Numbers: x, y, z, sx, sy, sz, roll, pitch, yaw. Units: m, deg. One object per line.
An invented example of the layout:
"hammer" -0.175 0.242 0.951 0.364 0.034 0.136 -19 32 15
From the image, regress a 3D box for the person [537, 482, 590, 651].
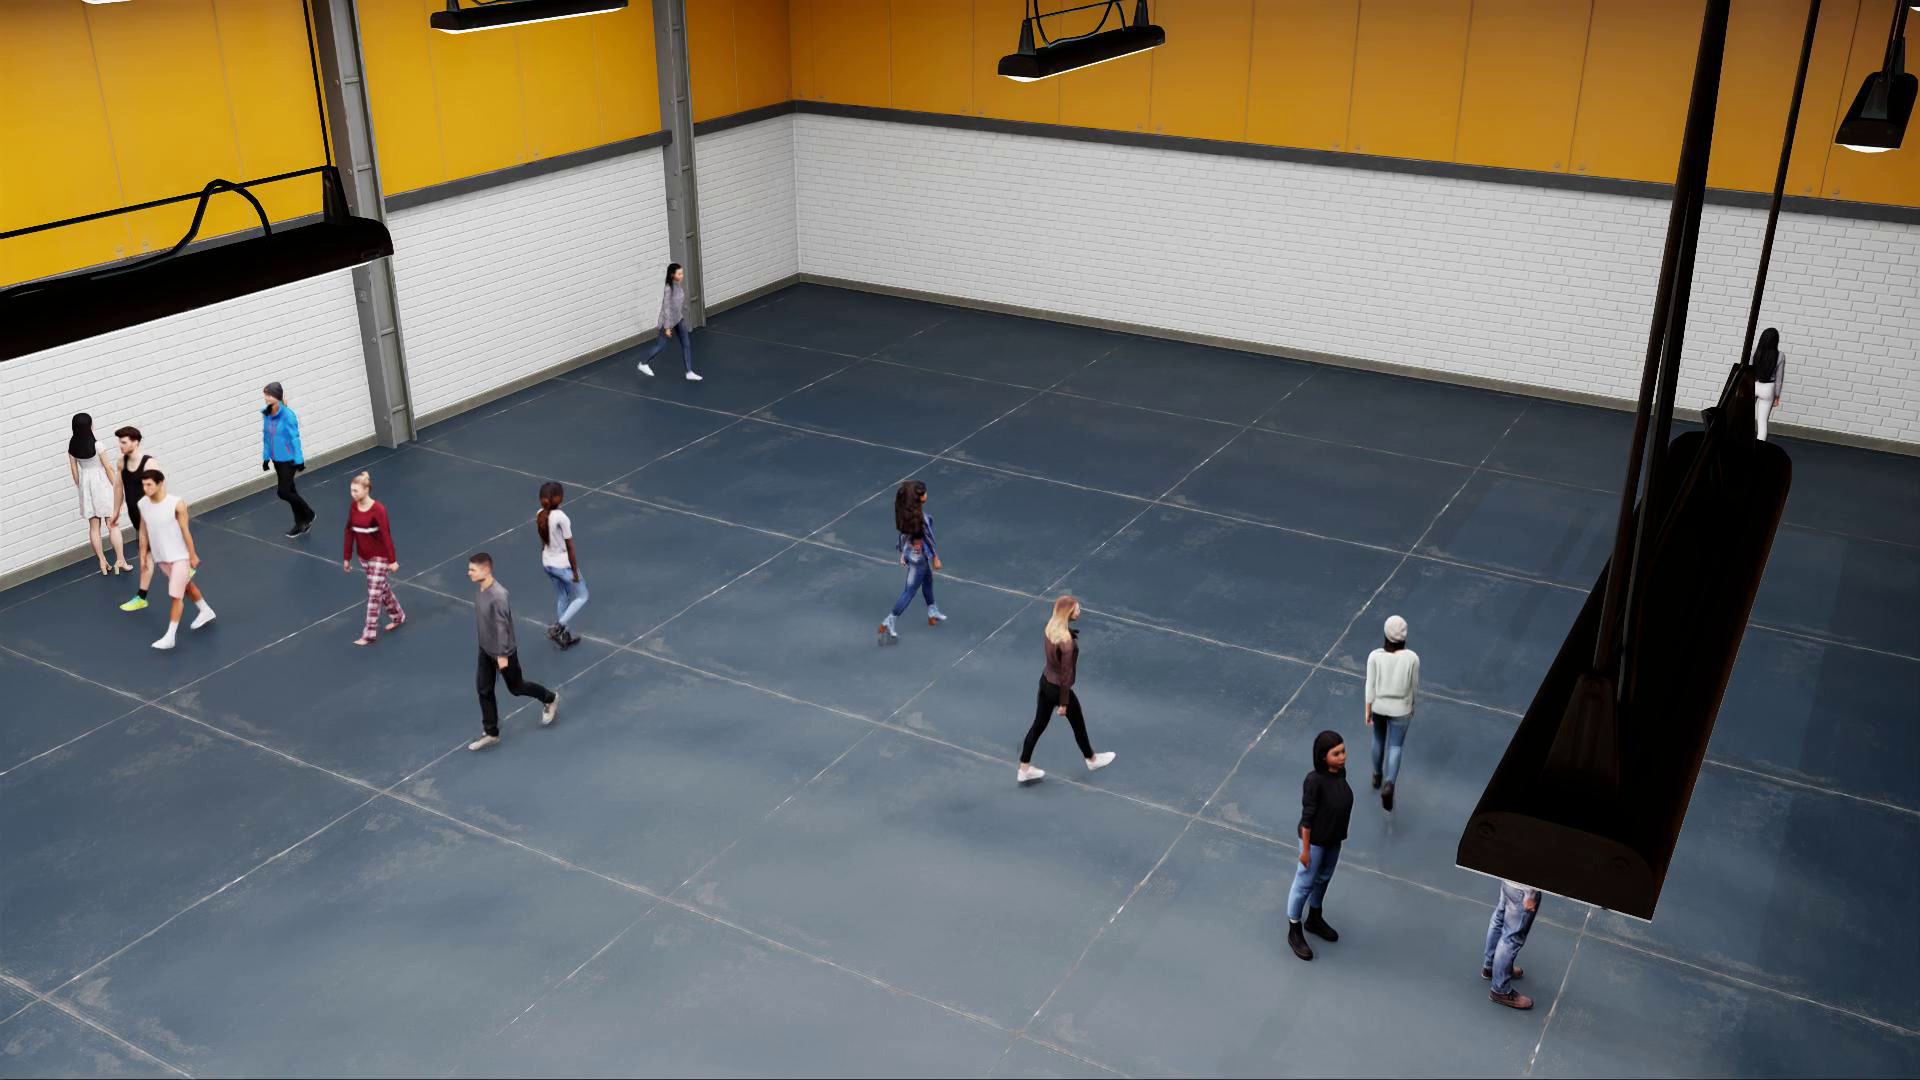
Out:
"person" -3.826 0.287 15.689 0.638 1.712 0.737 18 29 35

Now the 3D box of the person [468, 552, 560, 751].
"person" -3.876 0.911 14.238 0.773 1.729 1.168 19 30 37

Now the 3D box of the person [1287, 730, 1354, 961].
"person" 2.507 2.085 11.589 0.590 1.701 0.709 -18 29 -35

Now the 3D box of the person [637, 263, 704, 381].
"person" -4.132 -3.046 23.351 0.873 1.680 1.167 7 25 16

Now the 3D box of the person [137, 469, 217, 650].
"person" -7.526 0.127 16.026 0.838 1.734 1.185 7 24 15

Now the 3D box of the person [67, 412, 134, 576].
"person" -9.008 -0.486 17.379 0.763 1.774 0.789 1 24 2

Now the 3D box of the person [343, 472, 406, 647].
"person" -5.612 0.137 16.080 0.639 1.672 0.950 12 26 25

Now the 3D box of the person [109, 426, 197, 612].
"person" -8.158 -0.279 16.813 0.741 1.847 1.206 11 26 23

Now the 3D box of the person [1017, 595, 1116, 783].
"person" 0.717 1.249 13.561 1.171 1.653 1.037 -10 25 -21

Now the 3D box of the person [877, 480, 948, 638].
"person" -0.473 0.218 16.010 1.137 1.580 0.941 -13 27 -27

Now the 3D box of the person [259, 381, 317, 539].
"person" -7.353 -0.891 18.296 0.646 1.783 0.680 16 28 32

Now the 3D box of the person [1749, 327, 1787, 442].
"person" 9.810 -1.783 20.408 0.592 1.725 0.503 13 27 28

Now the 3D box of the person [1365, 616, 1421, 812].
"person" 3.447 1.383 13.289 0.726 1.625 1.048 6 24 13
